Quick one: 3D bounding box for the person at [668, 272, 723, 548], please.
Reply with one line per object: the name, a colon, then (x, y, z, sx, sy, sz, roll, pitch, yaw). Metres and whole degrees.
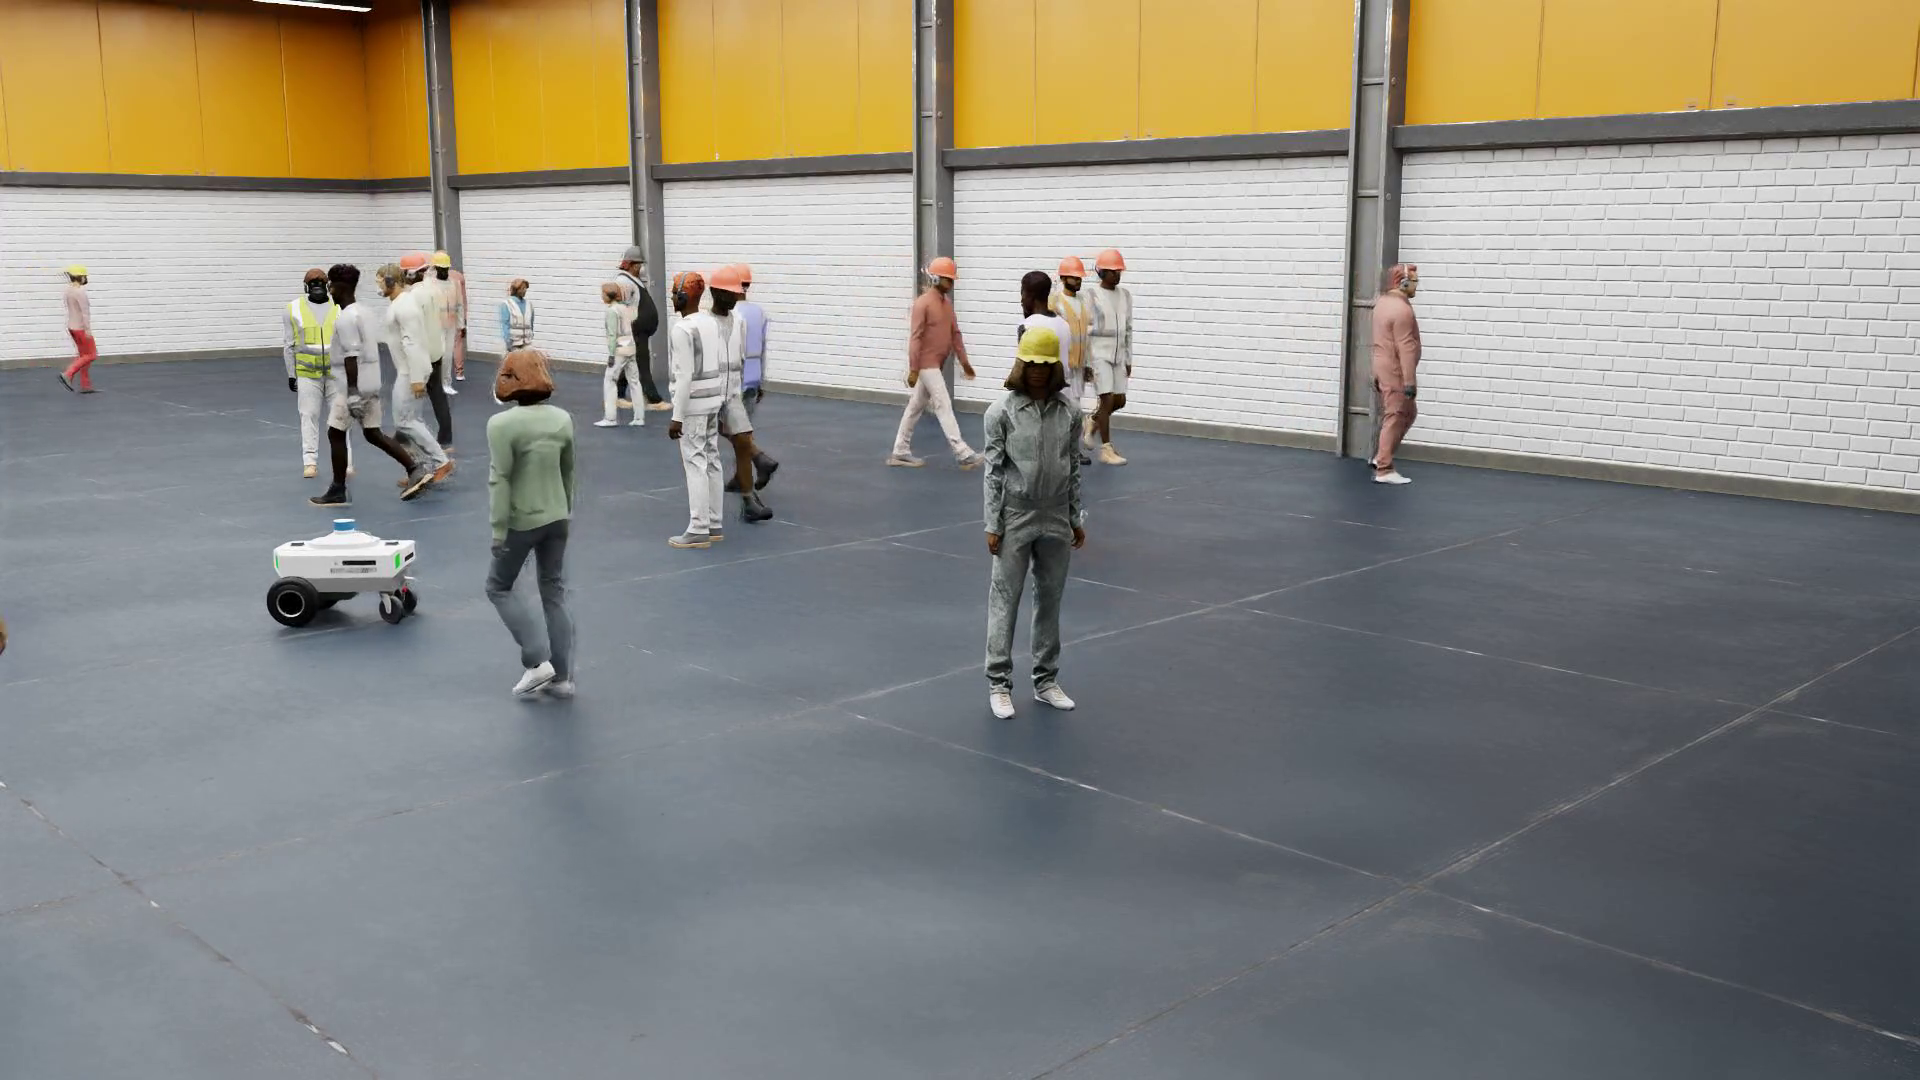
person: (-1.822, -0.886, 11.408, 0.356, 1.883, 0.573, 3, 11, 17)

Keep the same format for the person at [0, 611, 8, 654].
person: (-3.323, 0.254, 5.145, 0.917, 1.897, 0.643, 9, 14, 41)

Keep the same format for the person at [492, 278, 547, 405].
person: (-5.568, -2.474, 20.825, 0.815, 1.603, 0.518, 9, 13, 39)

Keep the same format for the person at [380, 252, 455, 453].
person: (-5.370, -1.821, 16.279, 0.834, 1.963, 0.624, 2, 11, 8)

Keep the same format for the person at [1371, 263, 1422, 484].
person: (3.769, -1.413, 14.250, 0.444, 1.889, 0.678, 0, 10, 0)

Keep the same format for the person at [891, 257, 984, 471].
person: (-0.180, -1.594, 15.120, 1.055, 1.922, 0.634, 4, 11, 21)

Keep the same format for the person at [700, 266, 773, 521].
person: (-1.726, -1.062, 12.319, 0.560, 1.889, 0.952, -8, 13, -38)

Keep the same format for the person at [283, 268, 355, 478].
person: (-5.643, -1.475, 14.731, 0.627, 1.843, 0.429, -5, 11, -24)

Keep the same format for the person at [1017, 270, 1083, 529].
person: (0.570, -0.865, 11.244, 0.485, 1.897, 0.612, 6, 12, 29)

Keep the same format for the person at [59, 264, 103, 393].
person: (-11.872, -2.833, 22.374, 0.466, 1.753, 0.543, -10, 14, -43)

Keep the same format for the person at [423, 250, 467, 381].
person: (-7.526, -3.264, 24.300, 0.642, 1.913, 0.409, -4, 11, -22)

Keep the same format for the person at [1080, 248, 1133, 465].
person: (1.328, -1.723, 15.628, 0.610, 2.019, 0.705, -7, 13, -35)

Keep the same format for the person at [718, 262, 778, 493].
person: (-1.759, -1.311, 13.623, 0.601, 1.917, 0.556, 7, 13, 34)

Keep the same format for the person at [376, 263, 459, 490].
person: (-4.594, -1.370, 14.008, 0.549, 1.909, 0.659, -4, 11, -19)

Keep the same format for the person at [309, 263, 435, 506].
person: (-4.677, -1.219, 13.135, 0.907, 1.925, 0.623, -1, 10, -3)

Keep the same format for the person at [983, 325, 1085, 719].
person: (0.338, -0.079, 7.392, 0.492, 1.740, 0.319, -5, 12, -25)

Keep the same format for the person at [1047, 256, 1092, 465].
person: (1.017, -1.642, 15.379, 0.542, 1.938, 0.357, -10, 14, -42)

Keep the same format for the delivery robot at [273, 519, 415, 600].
delivery robot: (-3.418, 0.125, 9.261, 0.707, 0.478, 0.477, -1, 10, -3)

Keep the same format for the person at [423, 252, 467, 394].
person: (-6.931, -2.895, 22.319, 0.453, 1.907, 0.584, 9, 13, 39)

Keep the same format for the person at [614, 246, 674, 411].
person: (-3.948, -2.601, 20.325, 0.843, 2.000, 0.698, 0, 10, -1)

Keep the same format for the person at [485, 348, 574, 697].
person: (-1.965, -0.065, 7.649, 0.378, 1.618, 0.522, 7, 12, 33)

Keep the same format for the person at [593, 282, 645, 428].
person: (-3.798, -2.049, 18.494, 0.539, 1.612, 0.517, 2, 11, 10)
